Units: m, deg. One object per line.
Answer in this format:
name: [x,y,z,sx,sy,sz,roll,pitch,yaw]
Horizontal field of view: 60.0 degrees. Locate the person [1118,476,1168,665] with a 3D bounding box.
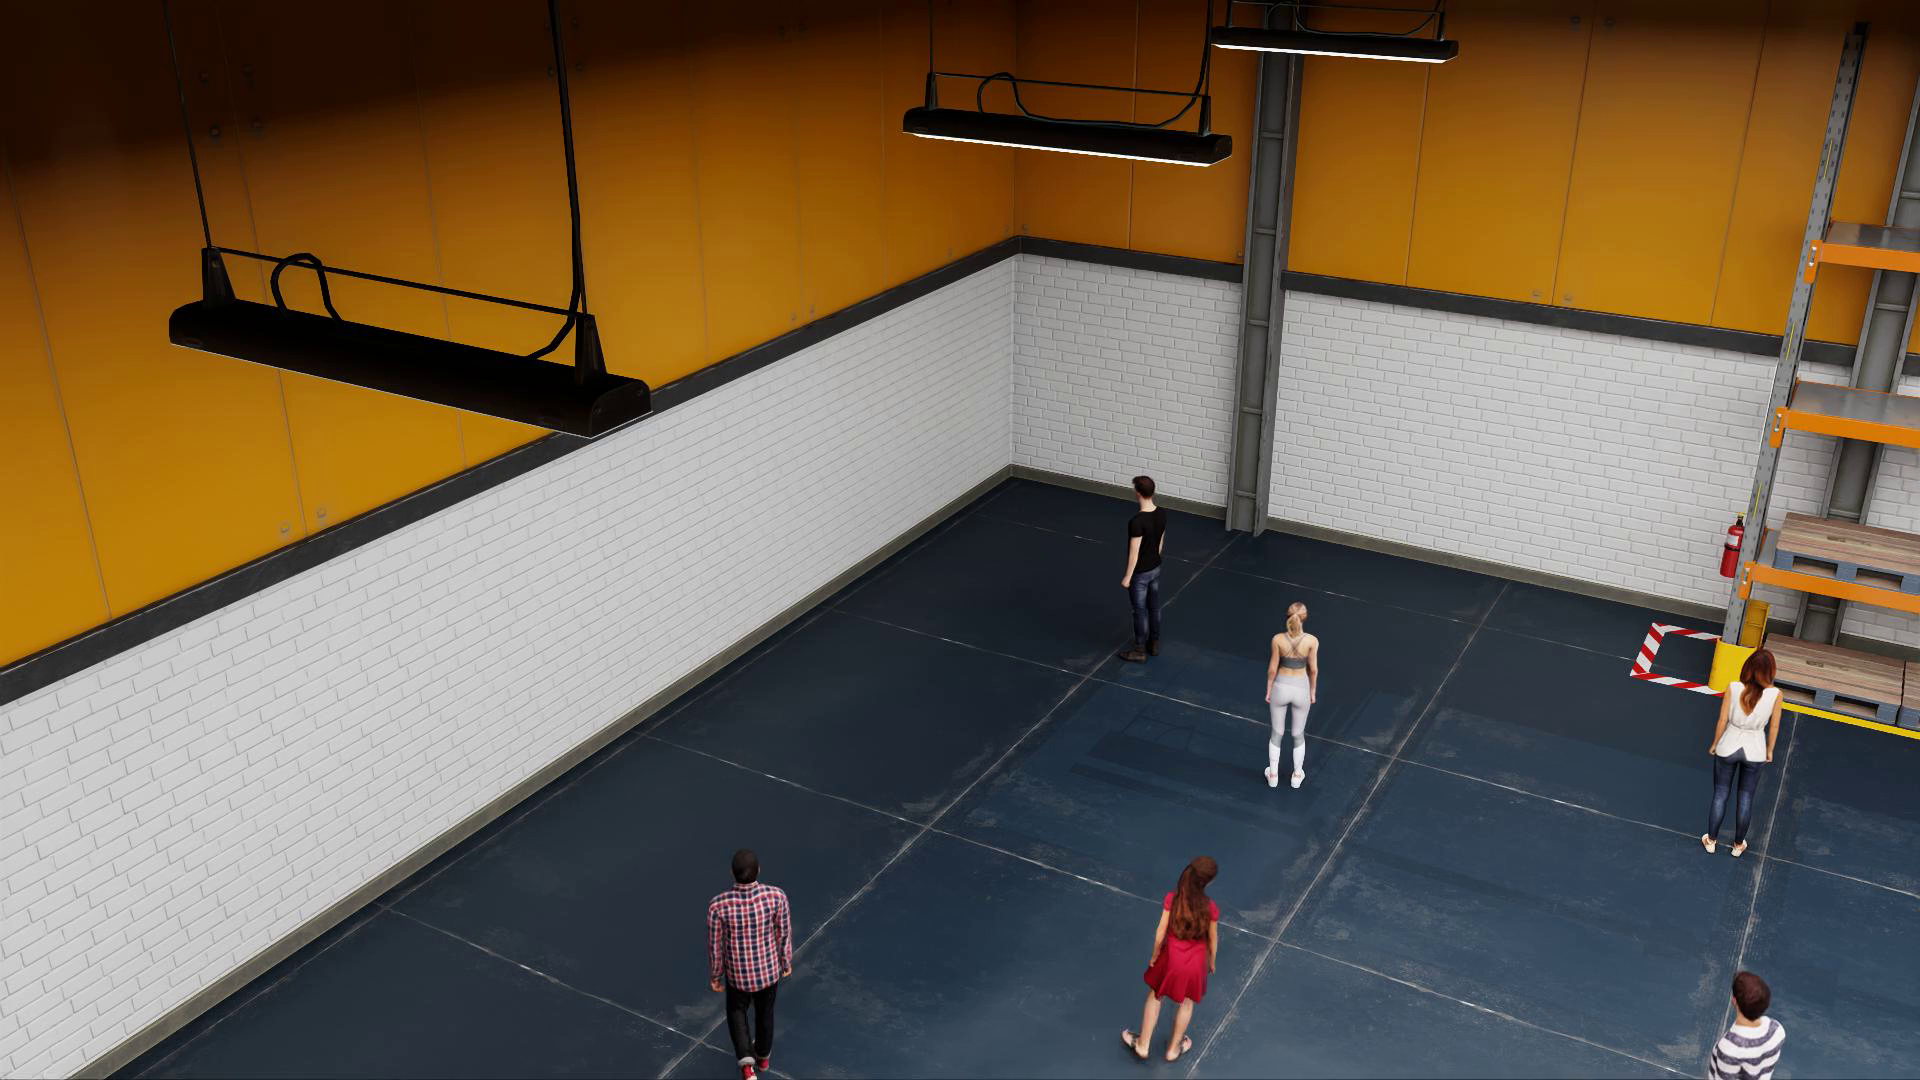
person: [1.789,0.282,16.046,0.657,1.893,0.729,21,31,39]

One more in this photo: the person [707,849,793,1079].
person: [-1.321,2.750,10.586,0.988,1.744,1.045,-6,24,-13]

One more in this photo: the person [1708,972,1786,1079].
person: [4.348,3.232,9.351,0.720,1.851,0.708,-13,27,-28]

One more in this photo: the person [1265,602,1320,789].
person: [2.775,1.295,13.966,0.591,1.703,0.705,3,24,7]

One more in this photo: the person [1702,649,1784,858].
person: [6.116,1.665,13.018,0.504,1.785,0.688,9,25,20]

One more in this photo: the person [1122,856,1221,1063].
person: [1.427,2.749,10.860,0.689,1.526,0.883,0,24,-1]
